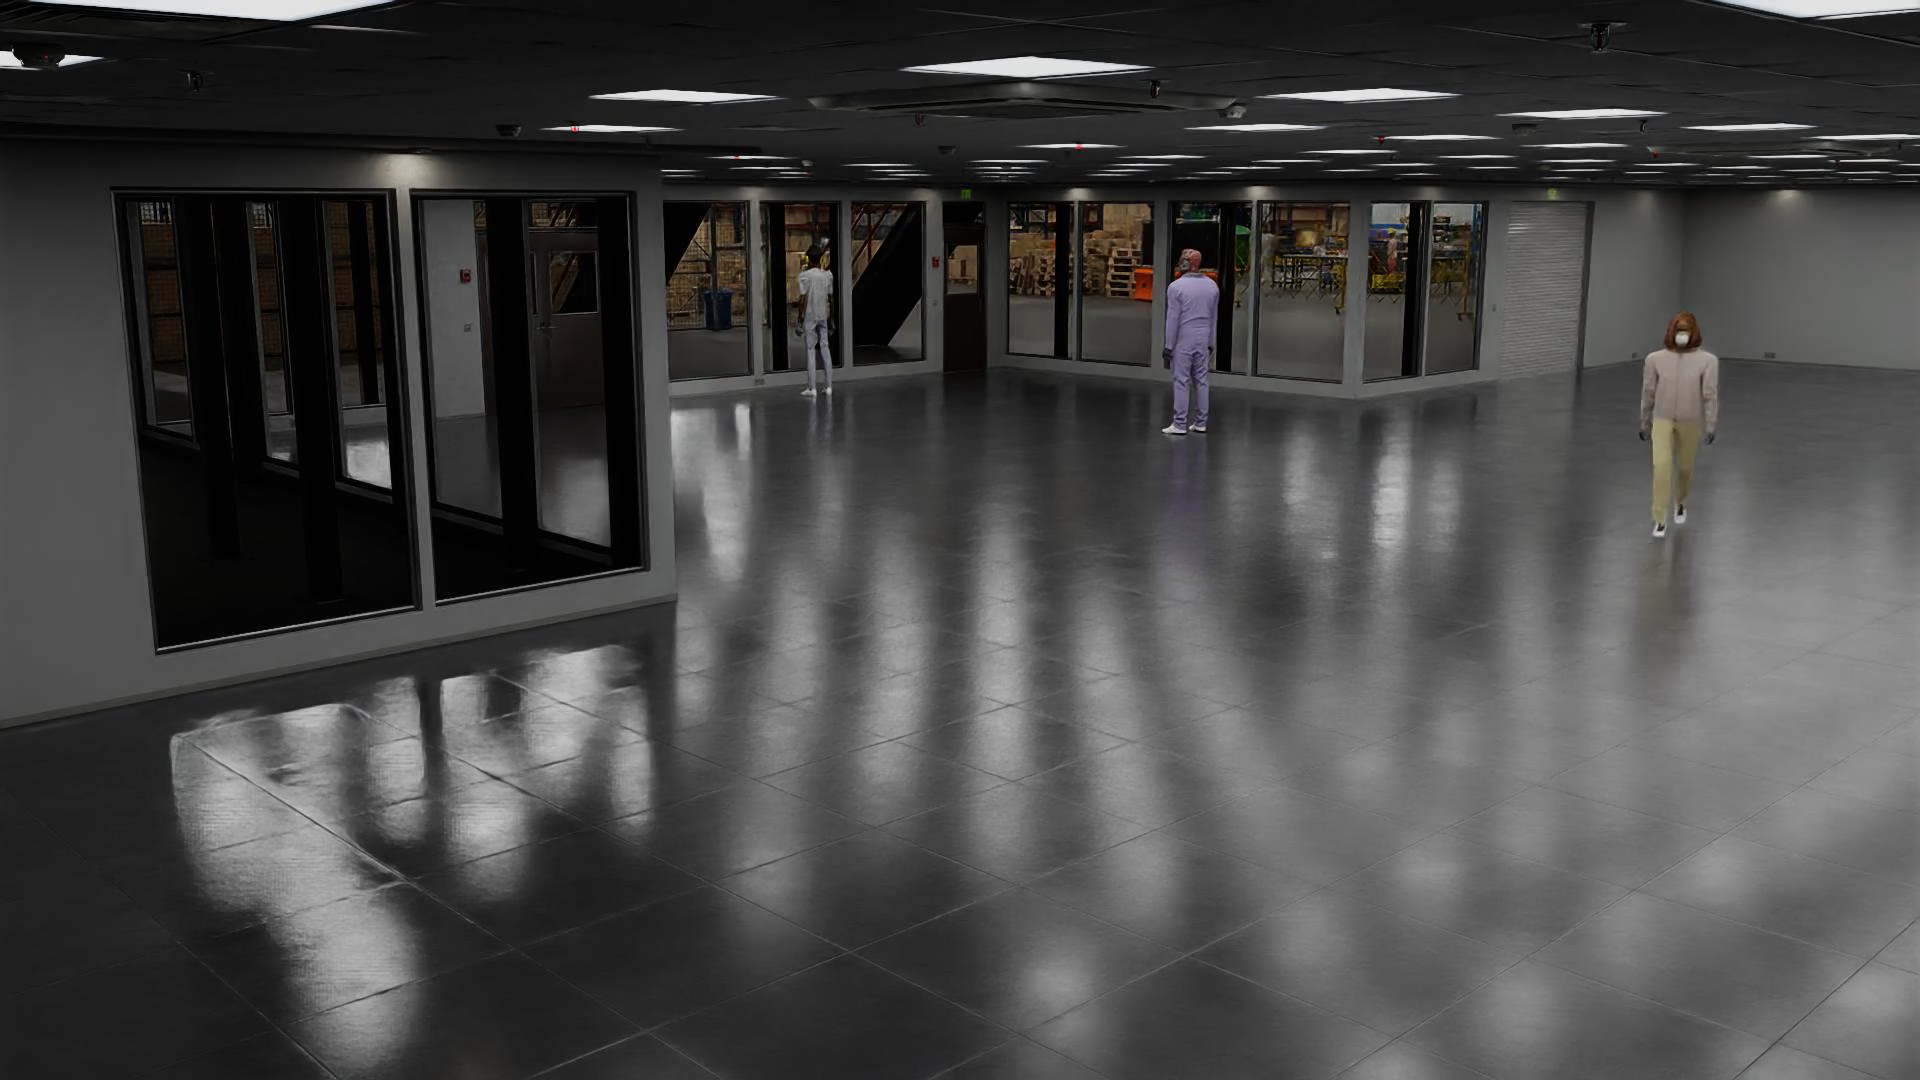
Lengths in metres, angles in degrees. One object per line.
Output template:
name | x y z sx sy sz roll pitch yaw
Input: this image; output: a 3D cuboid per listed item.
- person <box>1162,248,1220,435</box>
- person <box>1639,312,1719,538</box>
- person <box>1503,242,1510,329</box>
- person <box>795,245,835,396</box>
person | 2.354 -2.043 17.182 0.651 1.913 0.410 -7 13 -32
person | 5.190 -0.852 12.024 0.506 1.600 0.832 5 12 22
person | 10.028 -4.739 30.812 0.614 1.868 0.453 -7 13 -30
person | -1.804 -2.717 20.678 0.534 1.868 0.309 -7 13 -31
